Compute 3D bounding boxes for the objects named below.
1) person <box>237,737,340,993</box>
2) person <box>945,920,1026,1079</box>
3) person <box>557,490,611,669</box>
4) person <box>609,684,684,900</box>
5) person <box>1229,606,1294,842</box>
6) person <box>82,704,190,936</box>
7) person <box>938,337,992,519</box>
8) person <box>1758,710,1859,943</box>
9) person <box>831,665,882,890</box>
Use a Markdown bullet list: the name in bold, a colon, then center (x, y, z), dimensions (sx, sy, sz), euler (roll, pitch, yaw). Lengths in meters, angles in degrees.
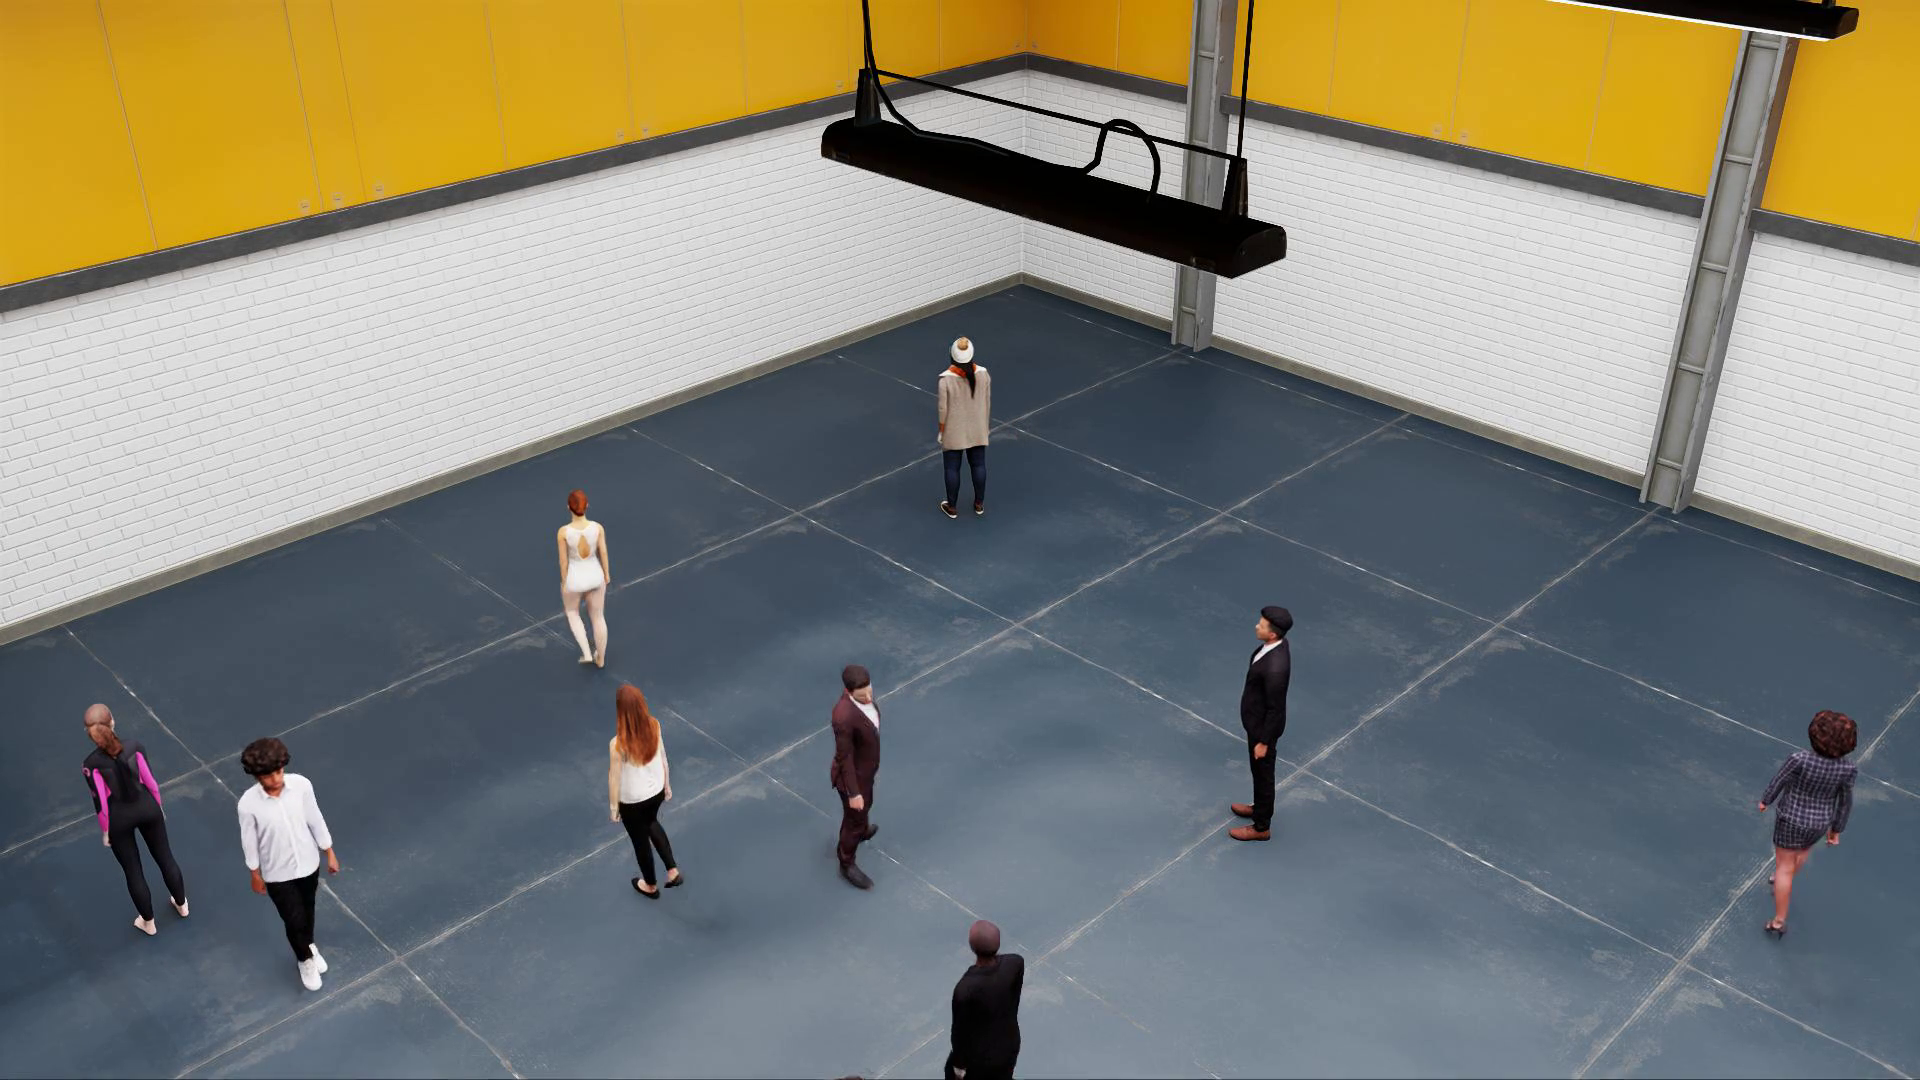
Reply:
- **person**: center (-4.279, 1.984, 10.520), dimensions (0.628, 1.796, 0.642), euler (26, 38, 38)
- **person**: center (0.191, 2.824, 9.025), dimensions (0.705, 1.753, 0.714), euler (-17, 33, -28)
- **person**: center (-3.064, 0.373, 13.644), dimensions (0.646, 1.632, 0.667), euler (-13, 31, -22)
- **person**: center (-2.065, 1.726, 11.077), dimensions (0.696, 1.716, 0.628), euler (22, 35, 34)
- **person**: center (2.163, 1.279, 11.721), dimensions (0.777, 1.884, 0.772), euler (5, 29, 9)
- **person**: center (-5.418, 1.818, 10.875), dimensions (0.546, 1.748, 0.521), euler (-25, 37, -38)
- **person**: center (0.038, -1.112, 16.098), dimensions (0.803, 1.890, 0.827), euler (-8, 30, -14)
- **person**: center (5.492, 1.901, 10.802), dimensions (0.958, 1.673, 0.975), euler (4, 29, 6)
- **person**: center (-0.743, 1.545, 11.300), dimensions (0.935, 1.821, 0.966), euler (-1, 29, -2)
